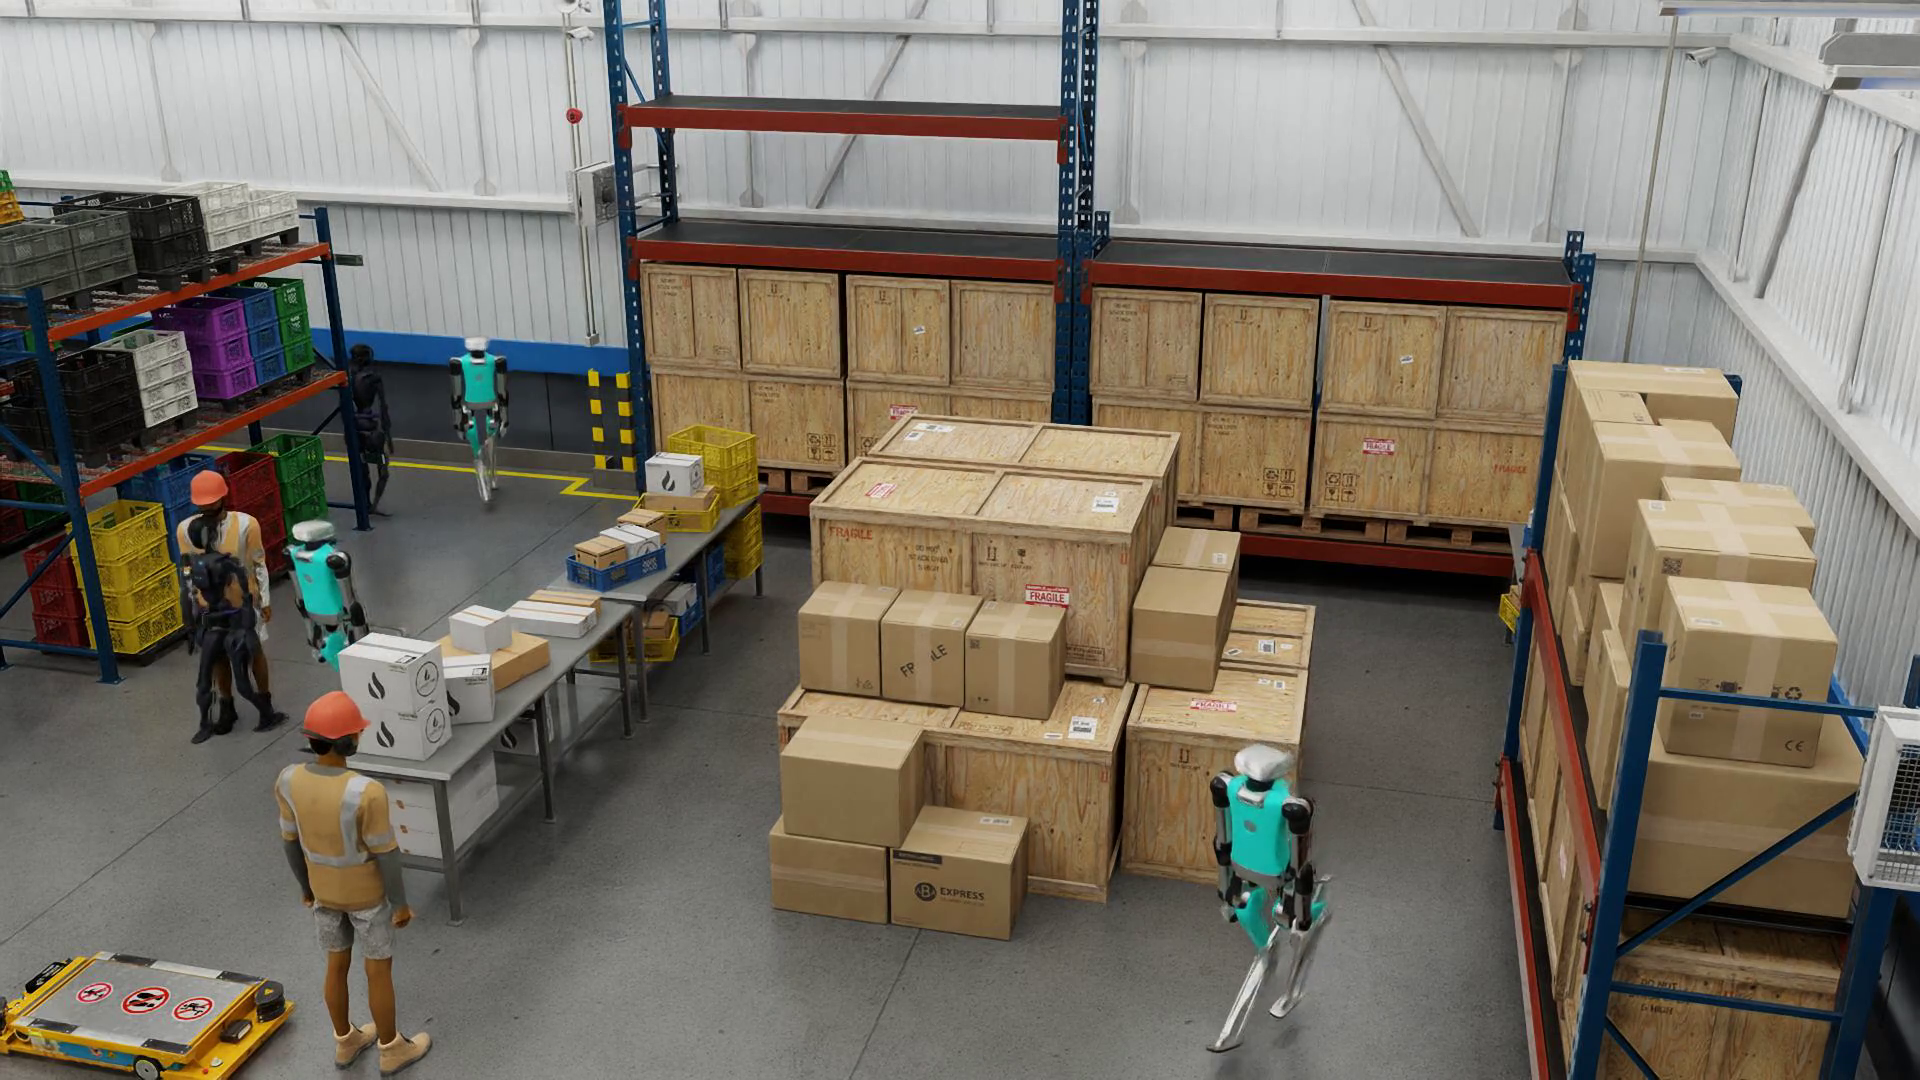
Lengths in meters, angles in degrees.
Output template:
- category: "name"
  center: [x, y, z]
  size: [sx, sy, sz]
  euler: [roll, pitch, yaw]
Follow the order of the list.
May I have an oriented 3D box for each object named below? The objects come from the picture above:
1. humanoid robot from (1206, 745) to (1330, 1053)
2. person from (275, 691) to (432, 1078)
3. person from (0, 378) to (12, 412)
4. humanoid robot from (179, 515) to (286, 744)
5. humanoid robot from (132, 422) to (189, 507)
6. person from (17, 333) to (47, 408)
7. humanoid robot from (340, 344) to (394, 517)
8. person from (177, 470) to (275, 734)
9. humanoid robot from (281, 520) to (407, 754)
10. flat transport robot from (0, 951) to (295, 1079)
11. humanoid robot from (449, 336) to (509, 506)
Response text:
- category: "humanoid robot"
  center: [1.602, 1.764, 8.376]
  size: [0.543, 1.733, 1.003]
  euler: [17, 26, 37]
- category: "person"
  center: [-2.967, 1.687, 8.154]
  size: [0.613, 2.039, 0.388]
  euler: [7, 22, 17]
- category: "person"
  center: [-10.442, -1.897, 17.817]
  size: [0.564, 1.836, 0.386]
  euler: [-6, 22, -16]
- category: "humanoid robot"
  center: [-5.097, 0.607, 11.523]
  size: [0.590, 1.643, 0.467]
  euler: [5, 21, 13]
- category: "humanoid robot"
  center: [-7.375, -0.749, 15.012]
  size: [0.534, 1.774, 1.019]
  euler: [11, 23, 26]
- category: "person"
  center: [-9.486, -1.587, 16.996]
  size: [0.505, 1.841, 0.347]
  euler: [10, 23, 23]
- category: "humanoid robot"
  center: [-5.668, -1.026, 15.768]
  size: [0.611, 1.644, 0.481]
  euler: [10, 23, 25]
- category: "person"
  center: [-5.094, 0.430, 11.585]
  size: [0.550, 1.934, 0.371]
  euler: [-6, 22, -14]
- category: "humanoid robot"
  center: [-4.145, 0.636, 11.317]
  size: [0.548, 1.730, 1.013]
  euler: [9, 23, 22]
- category: "flat transport robot"
  center: [-4.270, 2.464, 8.601]
  size: [1.431, 0.231, 0.659]
  euler: [5, 22, 13]
- category: "humanoid robot"
  center: [-4.663, -1.208, 16.194]
  size: [0.559, 1.726, 0.995]
  euler: [-7, 22, -17]
